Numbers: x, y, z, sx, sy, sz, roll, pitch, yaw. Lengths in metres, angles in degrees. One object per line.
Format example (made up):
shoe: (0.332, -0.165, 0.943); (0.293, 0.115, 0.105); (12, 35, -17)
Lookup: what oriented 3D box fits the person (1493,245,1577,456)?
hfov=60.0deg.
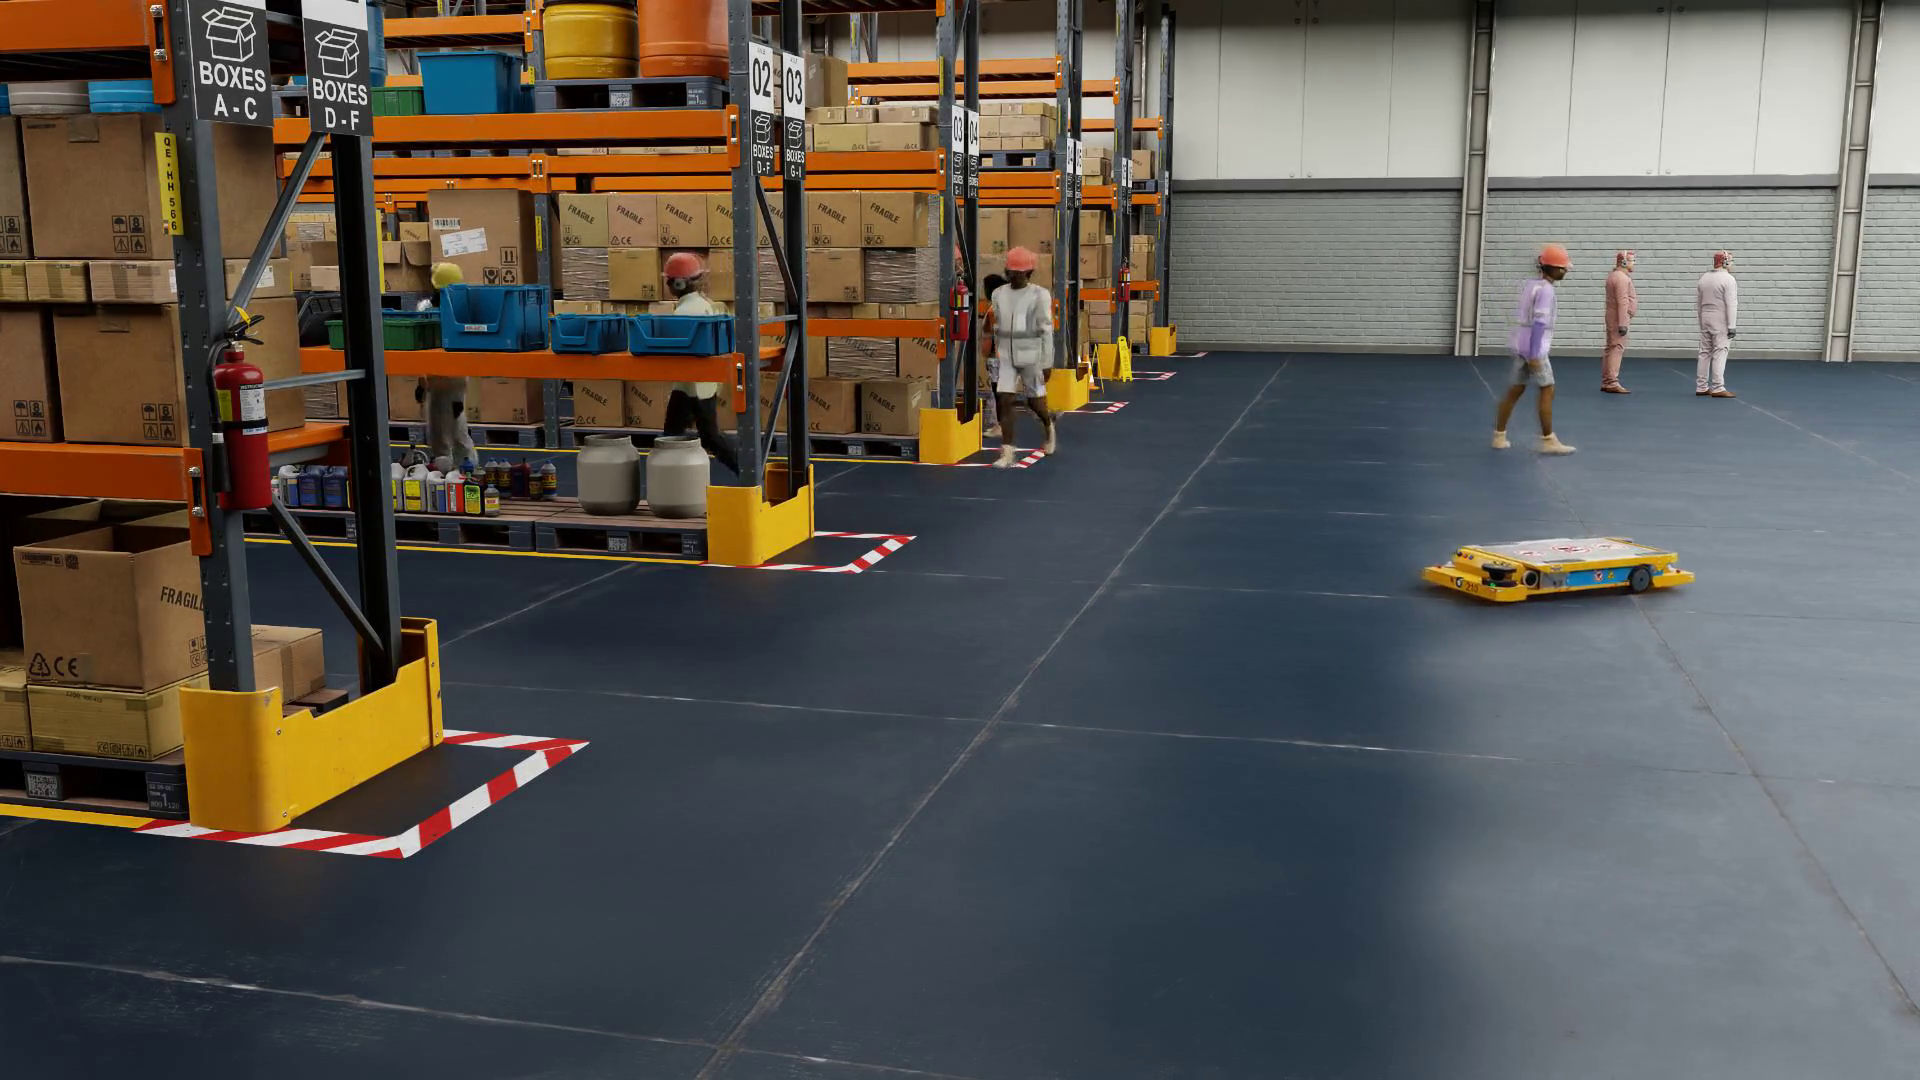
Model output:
person: (5.532, -1.815, 15.969); (0.719, 1.998, 0.657); (1, 10, 6)

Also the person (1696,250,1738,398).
person: (9.893, -2.811, 21.685); (0.410, 1.909, 0.643); (-3, 11, -15)

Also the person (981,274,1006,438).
person: (0.378, -1.899, 17.217); (0.319, 1.695, 0.533); (2, 10, 10)

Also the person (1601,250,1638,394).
person: (8.856, -2.920, 22.292); (0.403, 1.906, 0.652); (2, 10, 9)

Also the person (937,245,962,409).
person: (-0.127, -2.449, 19.427); (0.376, 1.995, 0.622); (0, 10, 2)

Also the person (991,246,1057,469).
person: (0.604, -1.666, 15.114); (0.610, 1.996, 0.958); (6, 12, 28)

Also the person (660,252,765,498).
person: (-1.890, -1.131, 12.251); (0.905, 1.964, 0.607); (3, 11, 15)

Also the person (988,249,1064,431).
person: (0.719, -2.119, 17.781); (1.033, 1.932, 0.623); (-4, 11, -23)

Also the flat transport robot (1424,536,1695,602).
flat transport robot: (3.527, 0.154, 9.786); (1.431, 0.197, 0.652); (-4, 11, -21)

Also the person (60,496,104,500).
person: (-5.732, -0.799, 10.637); (0.315, 1.869, 0.534); (2, 10, 9)

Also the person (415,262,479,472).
person: (-3.917, -1.159, 12.637); (0.682, 1.876, 0.368); (8, 13, 37)
